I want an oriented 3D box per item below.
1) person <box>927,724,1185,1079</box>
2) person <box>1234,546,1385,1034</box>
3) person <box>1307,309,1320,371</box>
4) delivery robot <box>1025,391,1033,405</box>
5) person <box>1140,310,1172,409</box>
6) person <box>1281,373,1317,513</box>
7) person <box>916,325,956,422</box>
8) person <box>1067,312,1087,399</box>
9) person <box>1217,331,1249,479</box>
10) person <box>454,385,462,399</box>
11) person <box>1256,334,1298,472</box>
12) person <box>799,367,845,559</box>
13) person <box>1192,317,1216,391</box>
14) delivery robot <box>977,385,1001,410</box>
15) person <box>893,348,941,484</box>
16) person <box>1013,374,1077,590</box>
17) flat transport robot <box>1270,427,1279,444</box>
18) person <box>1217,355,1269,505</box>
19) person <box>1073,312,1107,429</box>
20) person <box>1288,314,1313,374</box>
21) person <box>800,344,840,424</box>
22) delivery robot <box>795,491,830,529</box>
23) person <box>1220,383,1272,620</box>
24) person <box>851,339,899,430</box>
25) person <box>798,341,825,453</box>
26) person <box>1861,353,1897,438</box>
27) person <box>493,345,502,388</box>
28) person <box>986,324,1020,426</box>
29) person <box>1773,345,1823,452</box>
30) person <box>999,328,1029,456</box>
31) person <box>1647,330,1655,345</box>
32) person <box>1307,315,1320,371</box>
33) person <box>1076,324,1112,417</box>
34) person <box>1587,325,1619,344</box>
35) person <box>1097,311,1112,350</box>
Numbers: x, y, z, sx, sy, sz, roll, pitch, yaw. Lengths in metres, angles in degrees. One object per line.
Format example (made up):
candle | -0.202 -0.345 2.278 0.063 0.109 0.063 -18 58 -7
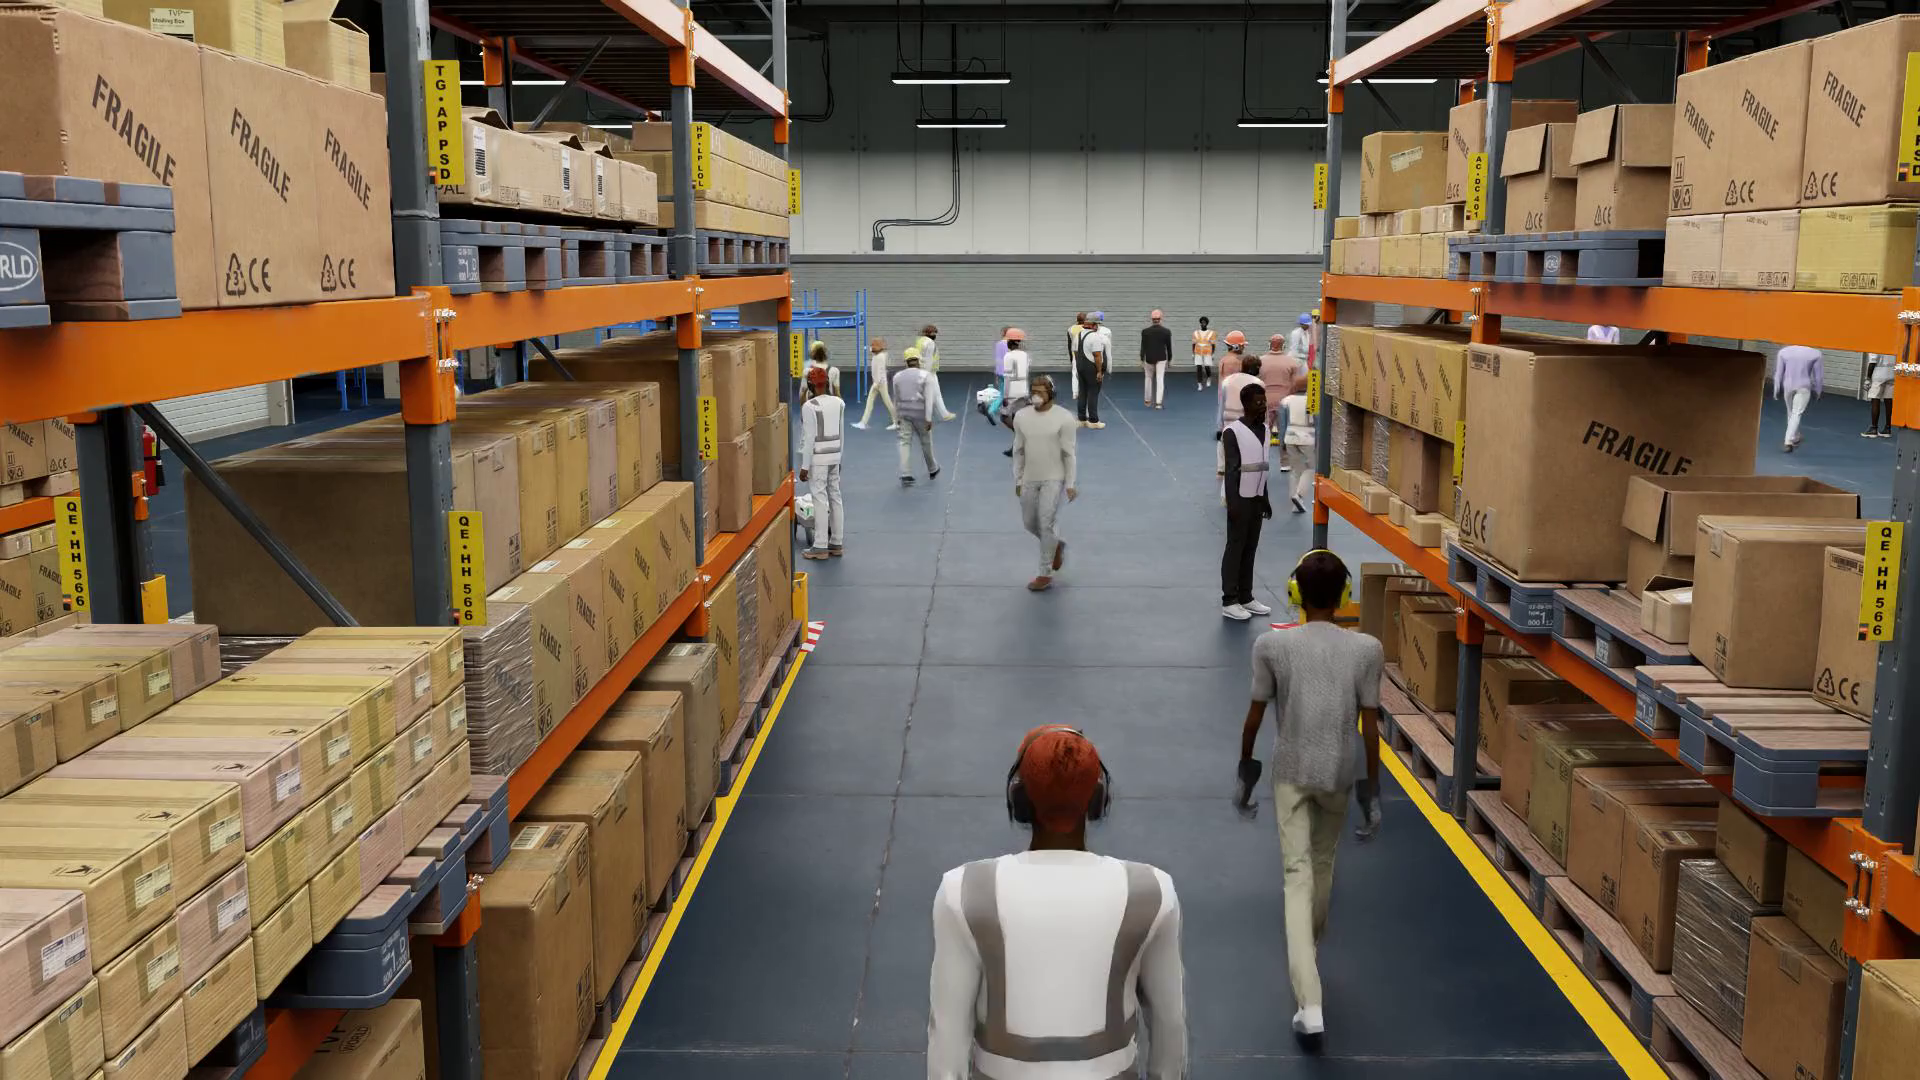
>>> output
person | 0.228 1.328 3.993 0.605 1.832 0.983 0 9 0
person | 1.349 0.931 6.451 0.535 1.824 0.997 1 10 5
person | 8.732 -4.820 41.067 0.340 1.757 0.518 0 9 0
delivery robot | 1.237 -2.629 30.586 0.335 0.223 0.698 -2 9 -11
person | 3.932 -3.624 33.365 0.656 1.936 1.034 0 9 1
person | 3.937 -1.110 19.242 0.532 1.623 0.384 7 12 36
person | -0.614 -3.039 30.391 1.051 1.780 0.639 -5 11 -26
person | 2.605 -3.923 35.436 0.627 1.846 0.429 5 11 27
person | 3.646 -1.794 22.228 0.382 1.995 0.612 -3 10 -15
person | -5.876 -1.143 18.651 0.992 1.882 0.548 5 11 25
person | 4.388 -1.901 23.134 0.641 1.908 0.407 2 10 14
person | -1.360 -0.766 16.399 0.355 1.886 0.572 7 12 36
person | 5.526 -4.230 37.751 0.540 1.682 0.447 3 10 17
delivery robot | 0.595 -2.762 32.175 0.477 0.478 0.707 -3 10 -19
person | -0.581 -1.642 21.965 0.613 1.773 0.947 4 10 24
person | 0.792 -0.546 15.017 0.635 1.921 0.738 6 11 31
flat transport robot | 5.426 -1.739 27.180 1.431 0.197 0.652 -7 12 -35
person | 3.476 -1.329 20.041 0.946 1.794 0.647 -8 13 -41
person | 2.338 -2.986 29.359 0.536 2.000 0.688 -5 11 -30
person | 6.737 -3.529 32.935 1.037 1.874 0.653 9 13 42
person | -1.898 -1.744 22.504 0.537 1.797 0.932 -2 10 -12
delivery robot | -1.527 -0.317 17.535 0.477 0.478 0.707 -3 10 -16
person | 2.356 -0.331 13.690 0.390 1.920 0.587 8 12 40
person | -1.433 -2.690 28.804 0.853 1.586 0.517 -4 10 -24
person | -2.157 -2.195 25.501 0.892 1.692 0.503 -8 12 -39
person | 15.362 -2.691 27.706 0.602 1.959 0.371 -2 10 -9
person | -7.216 -2.364 26.563 0.486 1.682 0.547 -2 10 -14
person | 0.818 -2.904 29.428 0.722 1.815 0.650 -7 12 -37
person | 12.991 -2.327 25.745 0.648 1.883 1.045 9 13 43
person | 0.846 -2.198 24.854 0.509 1.923 0.557 7 12 36
person | 16.673 -4.678 39.675 0.378 1.936 0.548 -7 12 -35
person | 8.819 -4.803 41.412 0.761 1.611 0.517 7 12 35
person | 2.492 -3.181 30.974 0.663 1.863 1.008 3 10 15
person | 12.684 -3.573 32.810 0.611 2.047 0.518 0 9 -1
person | 2.803 -3.722 34.057 0.605 1.893 0.980 3 10 18
